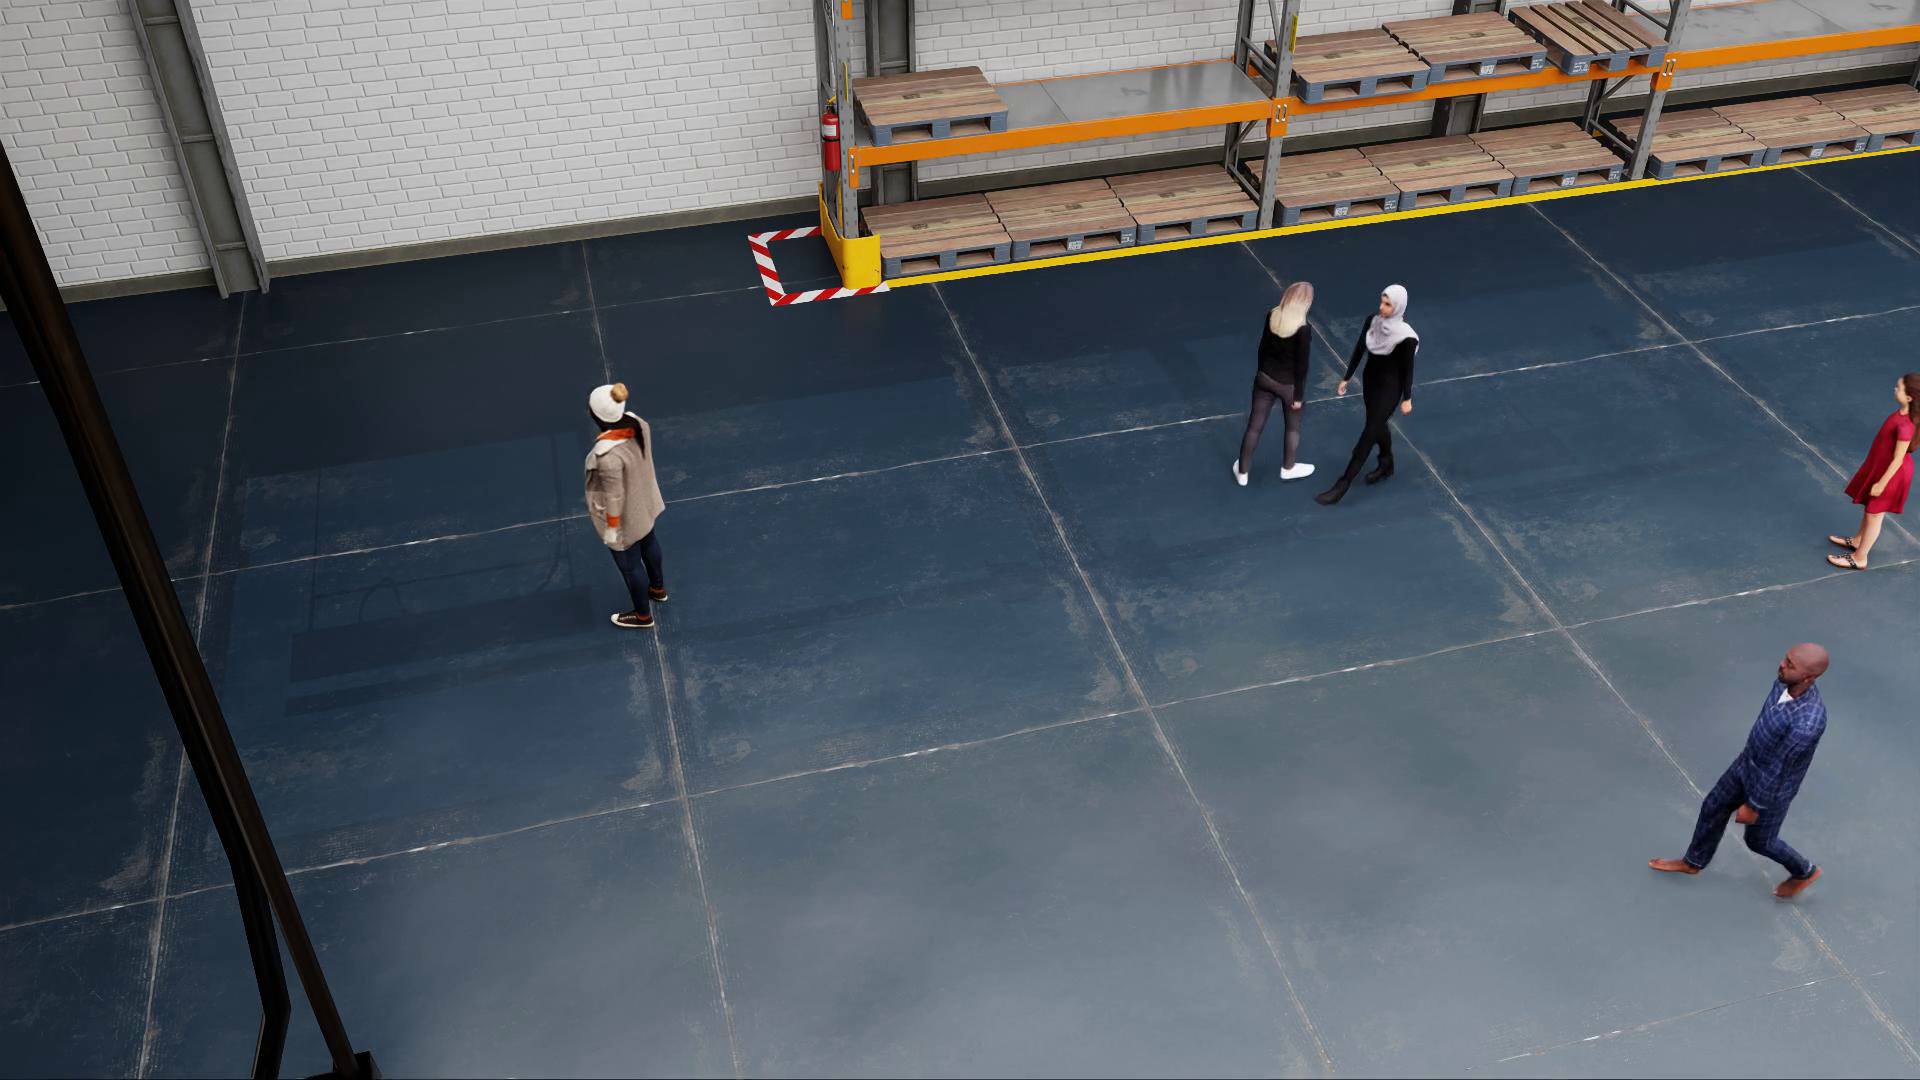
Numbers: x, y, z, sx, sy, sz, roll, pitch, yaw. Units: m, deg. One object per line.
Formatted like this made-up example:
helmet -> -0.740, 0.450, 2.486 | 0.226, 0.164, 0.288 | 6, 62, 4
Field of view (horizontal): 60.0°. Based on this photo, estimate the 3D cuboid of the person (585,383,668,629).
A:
person -> -2.177, -0.252, 10.915 | 0.825, 1.890, 0.804 | 8, 39, 10

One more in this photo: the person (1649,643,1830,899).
person -> 4.474, 1.301, 9.051 | 1.188, 1.788, 0.882 | 2, 39, 2

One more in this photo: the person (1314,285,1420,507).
person -> 3.122, -1.090, 12.085 | 1.150, 1.740, 0.822 | -20, 43, -23

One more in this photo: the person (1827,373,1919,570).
person -> 6.408, -0.481, 11.473 | 0.747, 1.552, 0.687 | 18, 42, 21

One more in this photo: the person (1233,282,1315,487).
person -> 2.293, -1.116, 12.177 | 0.819, 1.665, 0.907 | 30, 48, 32
